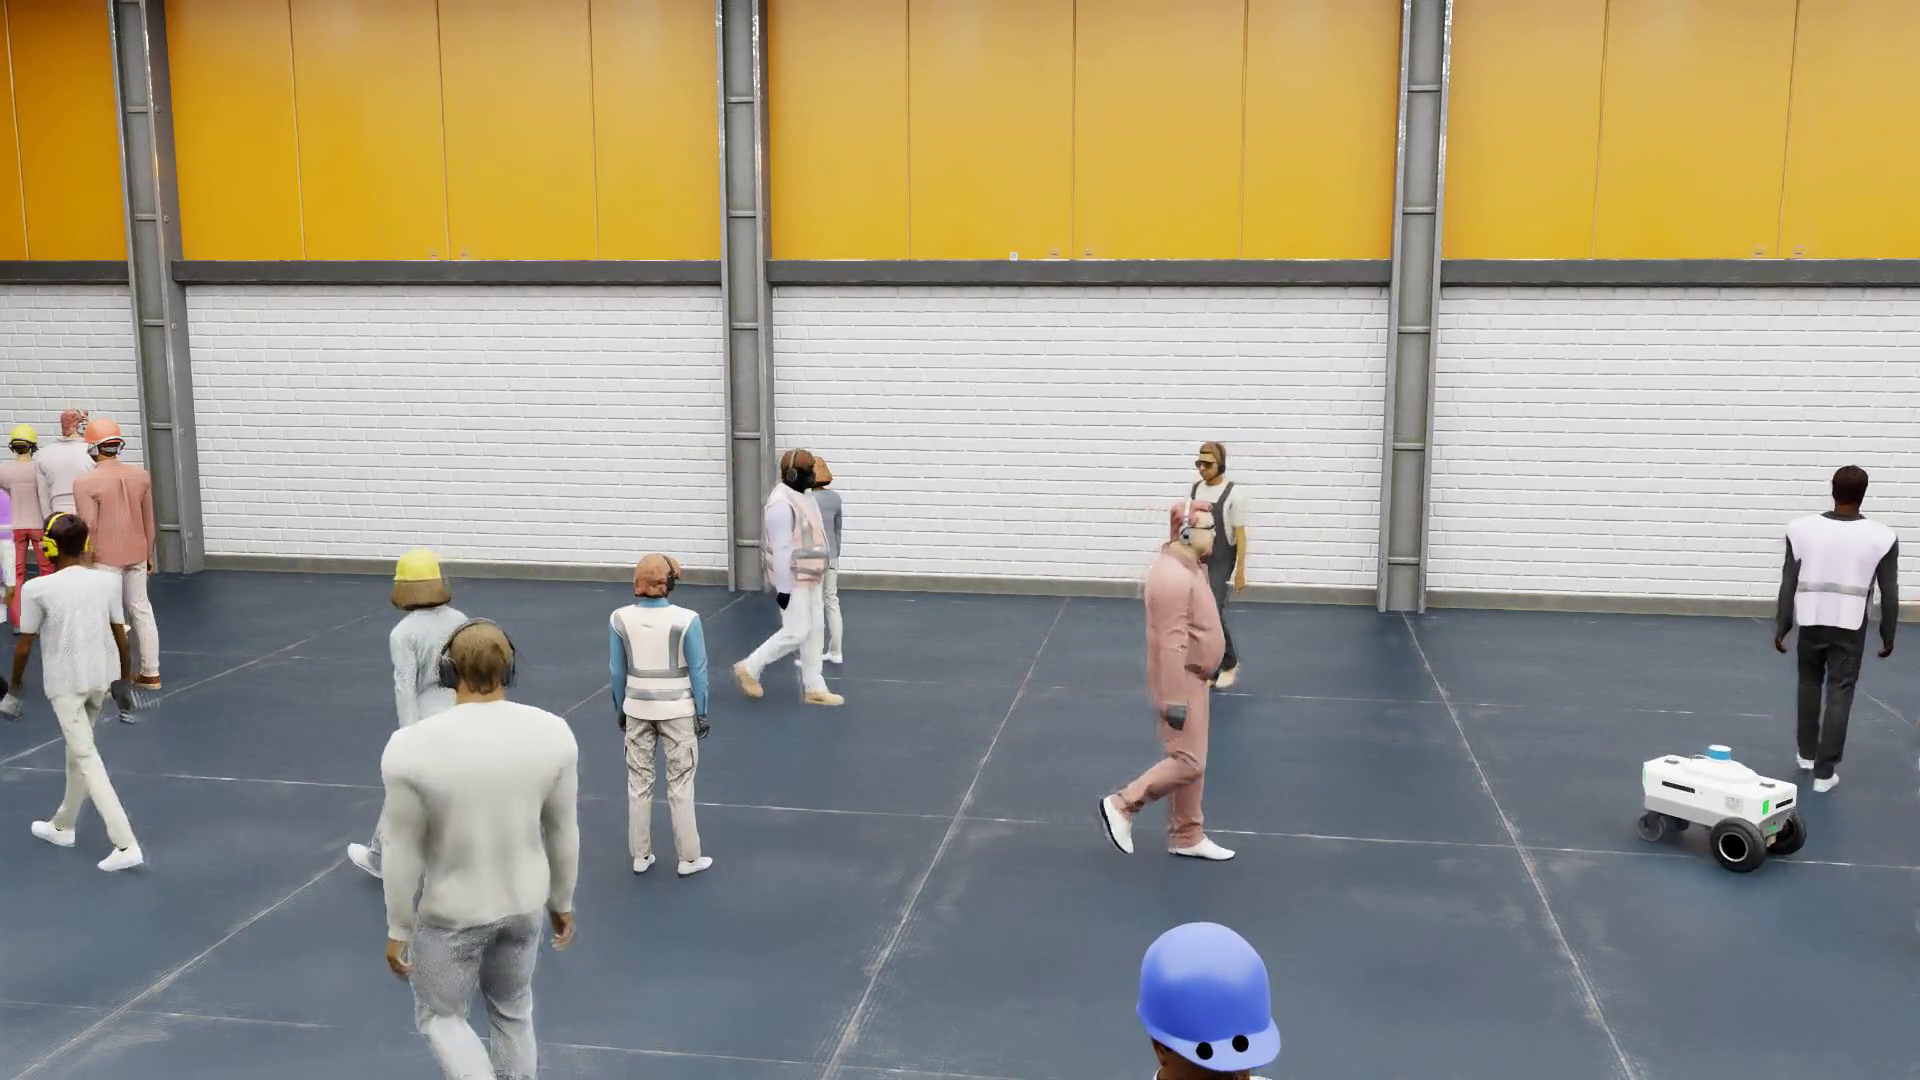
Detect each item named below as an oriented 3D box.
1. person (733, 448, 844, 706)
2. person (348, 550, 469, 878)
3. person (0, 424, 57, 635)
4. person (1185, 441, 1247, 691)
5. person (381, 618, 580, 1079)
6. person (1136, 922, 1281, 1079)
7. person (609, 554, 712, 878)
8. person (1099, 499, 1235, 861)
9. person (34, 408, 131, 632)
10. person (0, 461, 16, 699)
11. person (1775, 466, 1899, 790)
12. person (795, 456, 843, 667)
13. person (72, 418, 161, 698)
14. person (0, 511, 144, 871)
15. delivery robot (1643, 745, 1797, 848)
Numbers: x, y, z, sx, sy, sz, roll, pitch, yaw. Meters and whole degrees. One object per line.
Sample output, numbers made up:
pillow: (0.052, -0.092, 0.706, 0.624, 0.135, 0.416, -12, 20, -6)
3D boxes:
person: (-1.184, 0.265, 11.545, 0.670, 1.822, 0.628, 2, 9, 13)
person: (-2.592, 0.890, 8.076, 0.932, 1.689, 0.484, 6, 11, 34)
person: (-7.765, -0.084, 13.900, 0.521, 1.758, 0.349, -2, 9, -12)
person: (1.777, 0.203, 11.887, 0.402, 1.829, 0.516, -8, 12, -41)
person: (-1.516, 1.212, 5.381, 0.650, 1.923, 0.555, -7, 11, -36)
person: (0.397, 1.595, 2.942, 0.605, 1.948, 0.405, -4, 10, -24)
person: (-1.496, 0.877, 8.321, 0.513, 1.640, 0.311, 2, 9, 13)
person: (1.089, 0.726, 8.472, 0.592, 1.892, 0.661, 3, 10, 15)
person: (-7.256, -0.138, 13.781, 0.636, 1.902, 0.406, 0, 9, 2)
person: (-6.795, 0.245, 11.431, 0.544, 1.909, 0.867, 0, 9, 2)
person: (5.222, 0.498, 9.889, 0.623, 1.886, 0.812, 6, 11, 34)
person: (-1.089, 0.169, 12.740, 0.279, 1.624, 0.494, 7, 11, 36)
person: (-6.026, 0.127, 11.855, 0.397, 1.992, 0.621, 4, 10, 23)
person: (-4.518, 0.768, 8.498, 1.000, 1.813, 0.535, 5, 10, 27)
delivery robot: (3.945, 1.315, 8.669, 0.477, 0.478, 0.707, -7, 12, -37)
